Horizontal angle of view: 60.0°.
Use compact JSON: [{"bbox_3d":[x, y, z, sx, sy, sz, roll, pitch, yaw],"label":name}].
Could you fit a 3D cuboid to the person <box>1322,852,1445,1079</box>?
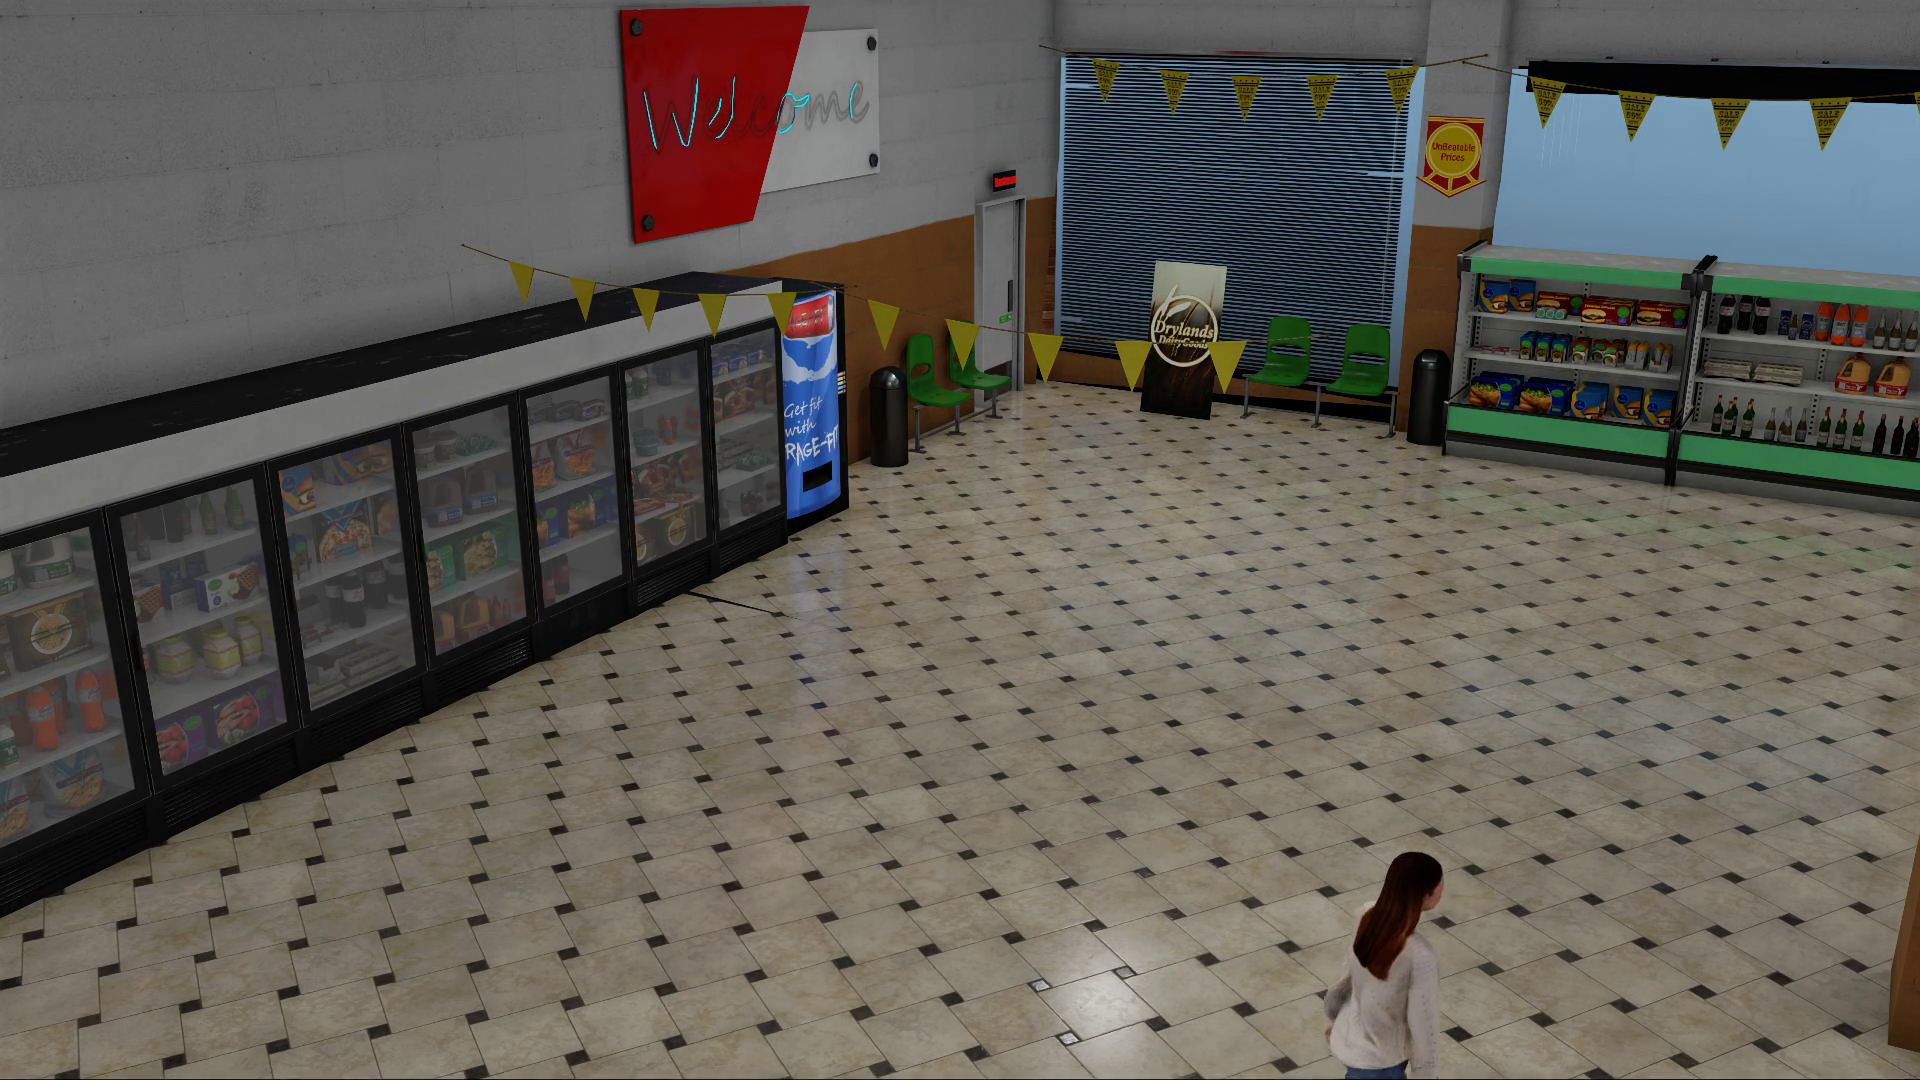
[{"bbox_3d":[1.468,1.962,6.200,1.124,1.635,1.038,-4,19,-12],"label":"person"}]
